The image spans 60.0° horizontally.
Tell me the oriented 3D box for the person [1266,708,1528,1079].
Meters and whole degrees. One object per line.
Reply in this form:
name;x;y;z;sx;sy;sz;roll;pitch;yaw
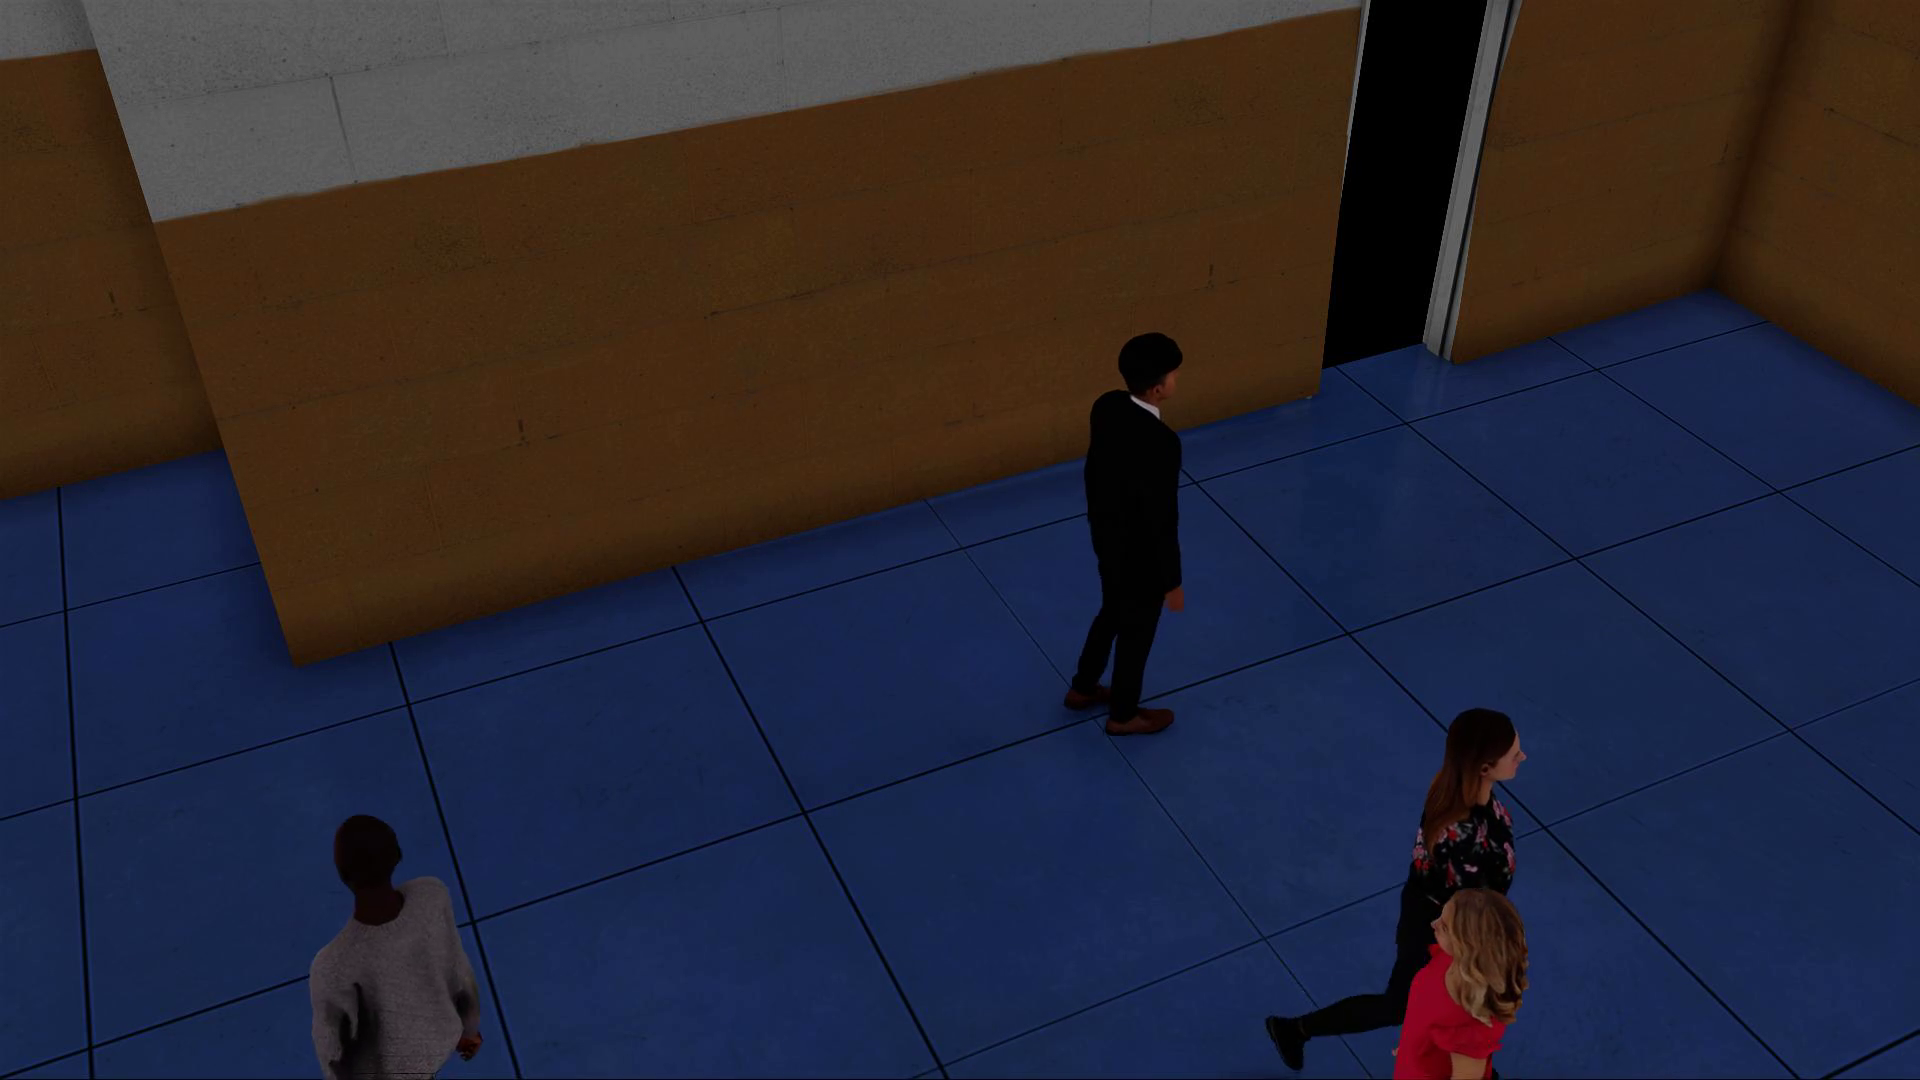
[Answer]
person;1.423;1.183;5.242;1.029;1.657;1.040;7;38;10

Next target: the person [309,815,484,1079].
person;-1.496;1.512;4.732;1.185;1.743;1.067;15;40;19

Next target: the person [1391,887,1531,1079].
person;1.434;1.608;4.655;1.067;1.682;1.036;11;38;14

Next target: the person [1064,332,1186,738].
person;0.643;0.022;6.603;0.796;1.881;0.600;-13;39;-16
